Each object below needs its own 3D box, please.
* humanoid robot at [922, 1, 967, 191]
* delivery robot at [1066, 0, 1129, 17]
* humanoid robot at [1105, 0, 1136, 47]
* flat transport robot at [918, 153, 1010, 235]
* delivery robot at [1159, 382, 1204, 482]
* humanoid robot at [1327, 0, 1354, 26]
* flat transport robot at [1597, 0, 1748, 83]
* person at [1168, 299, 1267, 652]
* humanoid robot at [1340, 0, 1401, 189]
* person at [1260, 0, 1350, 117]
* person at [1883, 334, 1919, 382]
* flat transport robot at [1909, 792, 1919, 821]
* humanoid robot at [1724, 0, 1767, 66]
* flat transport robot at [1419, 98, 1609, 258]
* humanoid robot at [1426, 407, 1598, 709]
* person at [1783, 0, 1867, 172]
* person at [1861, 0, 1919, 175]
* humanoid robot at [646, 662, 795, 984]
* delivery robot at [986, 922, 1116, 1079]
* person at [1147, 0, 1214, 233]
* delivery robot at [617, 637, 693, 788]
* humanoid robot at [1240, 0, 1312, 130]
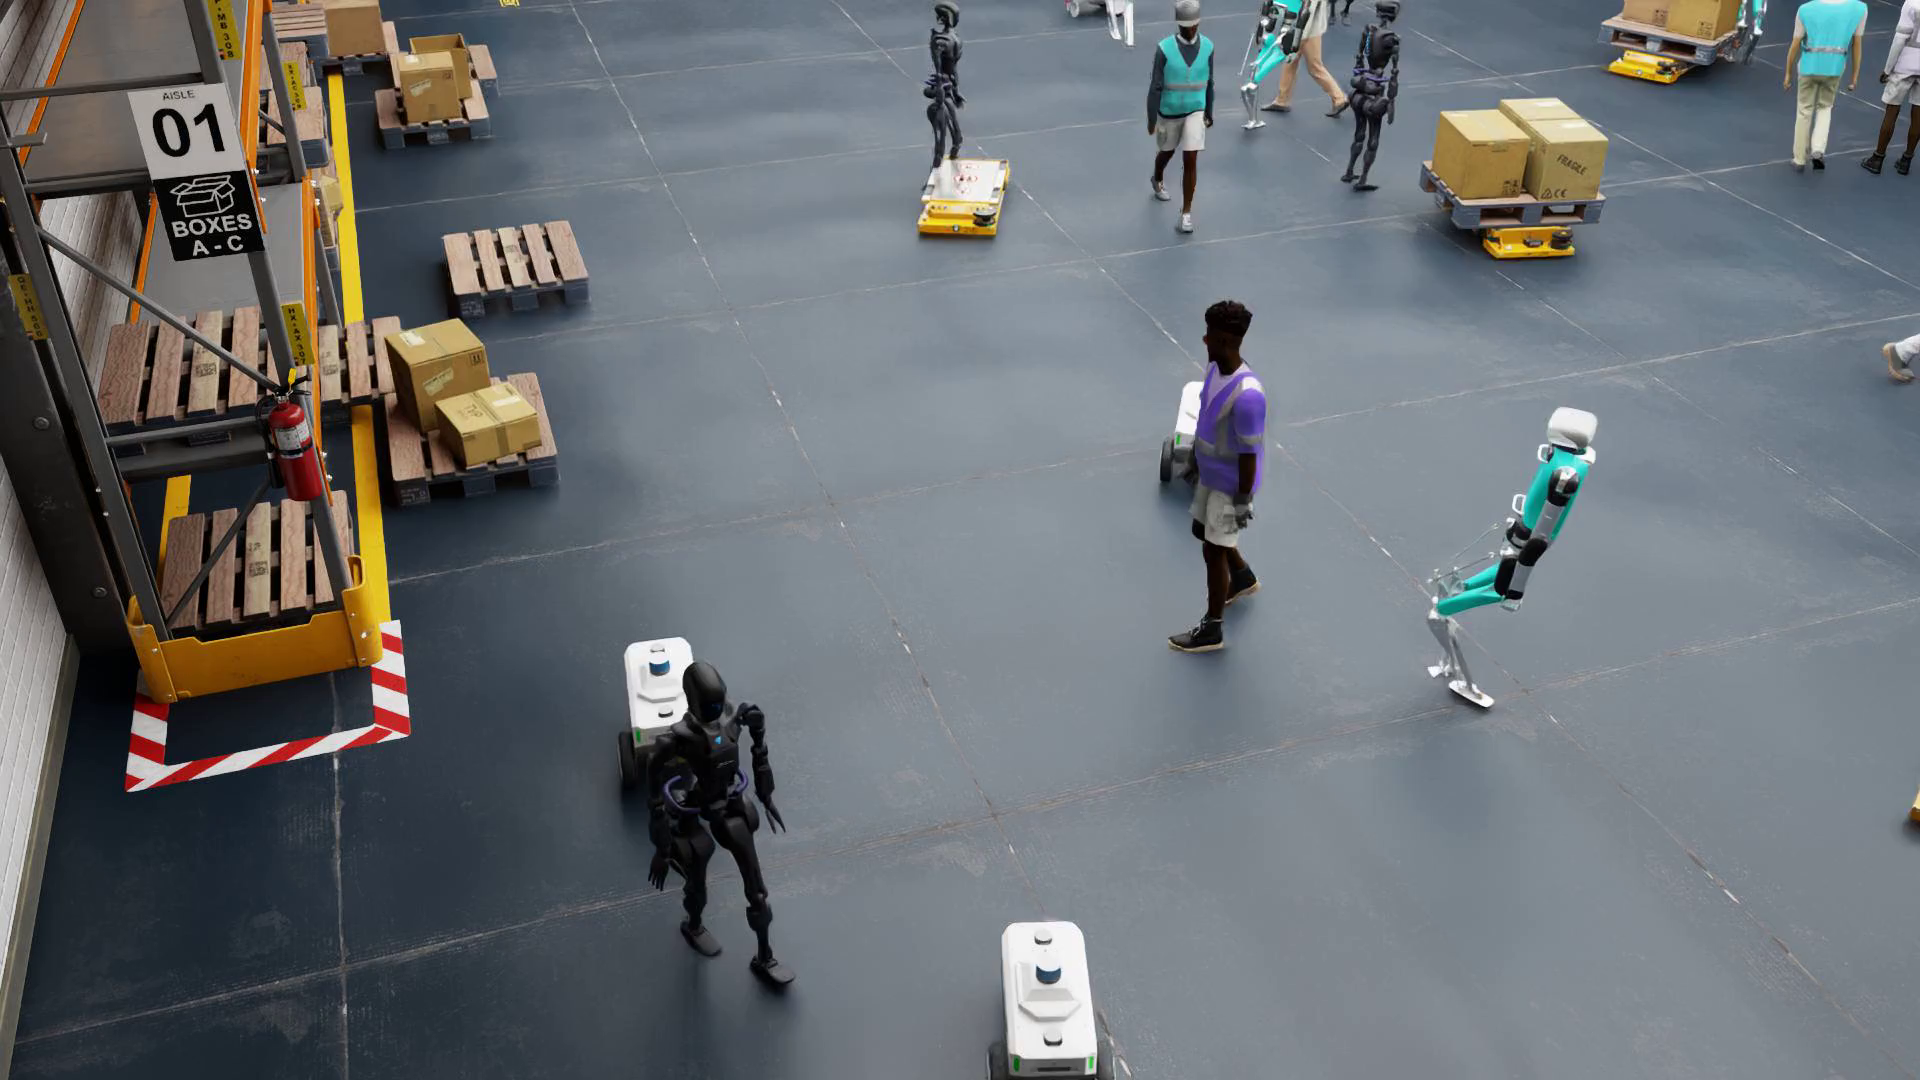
[{"bbox_3d":[-0.149,-3.856,14.487,0.350,1.644,0.595,7,34,11],"label":"humanoid robot"},{"bbox_3d":[1.581,-6.423,19.455,0.775,0.603,0.514,-8,34,-13],"label":"delivery robot"},{"bbox_3d":[1.788,-6.281,18.152,0.530,1.743,0.920,-2,33,-3],"label":"humanoid robot"},{"bbox_3d":[0.049,-3.014,14.481,0.659,0.231,1.431,4,33,5],"label":"flat transport robot"},{"bbox_3d":[1.571,-0.684,10.663,0.516,0.614,0.785,6,34,10],"label":"delivery robot"},{"bbox_3d":[4.359,-6.670,18.798,0.585,1.644,0.371,6,34,9],"label":"humanoid robot"},{"bbox_3d":[7.588,-5.208,17.846,0.659,0.231,1.431,26,41,34],"label":"flat transport robot"},{"bbox_3d":[1.432,-0.358,8.907,0.614,1.919,0.653,-7,34,-11],"label":"person"},{"bbox_3d":[3.627,-3.937,14.610,0.323,1.654,0.593,-15,36,-21],"label":"humanoid robot"},{"bbox_3d":[3.452,-4.930,16.164,0.833,1.639,0.463,4,33,6],"label":"person"},{"bbox_3d":[6.883,-1.789,11.154,0.574,1.856,0.836,-24,40,-32],"label":"person"},{"bbox_3d":[5.232,1.067,8.222,0.659,0.231,1.431,23,40,31],"label":"flat transport robot"},{"bbox_3d":[8.303,-5.777,17.421,0.530,1.819,0.778,5,33,8],"label":"humanoid robot"},{"bbox_3d":[4.602,-2.746,14.070,0.659,0.231,1.431,-3,33,-5],"label":"flat transport robot"},{"bbox_3d":[2.635,0.109,8.364,0.800,1.791,0.566,11,35,16],"label":"humanoid robot"},{"bbox_3d":[7.675,-4.170,14.838,0.645,1.807,0.447,10,34,14],"label":"person"},{"bbox_3d":[8.512,-4.225,14.812,0.550,1.934,0.373,5,33,7],"label":"person"},{"bbox_3d":[-1.010,1.142,6.836,0.616,1.630,0.566,-23,40,-31],"label":"humanoid robot"},{"bbox_3d":[0.349,1.919,6.667,0.499,0.609,0.807,-1,33,-1],"label":"delivery robot"},{"bbox_3d":[1.839,-3.633,13.952,0.586,1.890,0.967,-2,33,-3],"label":"person"},{"bbox_3d":[-1.471,0.855,8.304,0.499,0.614,0.785,-7,34,-11],"label":"delivery robot"},{"bbox_3d":[2.902,-4.636,15.699,0.811,1.846,0.546,-25,40,-33],"label":"humanoid robot"}]
